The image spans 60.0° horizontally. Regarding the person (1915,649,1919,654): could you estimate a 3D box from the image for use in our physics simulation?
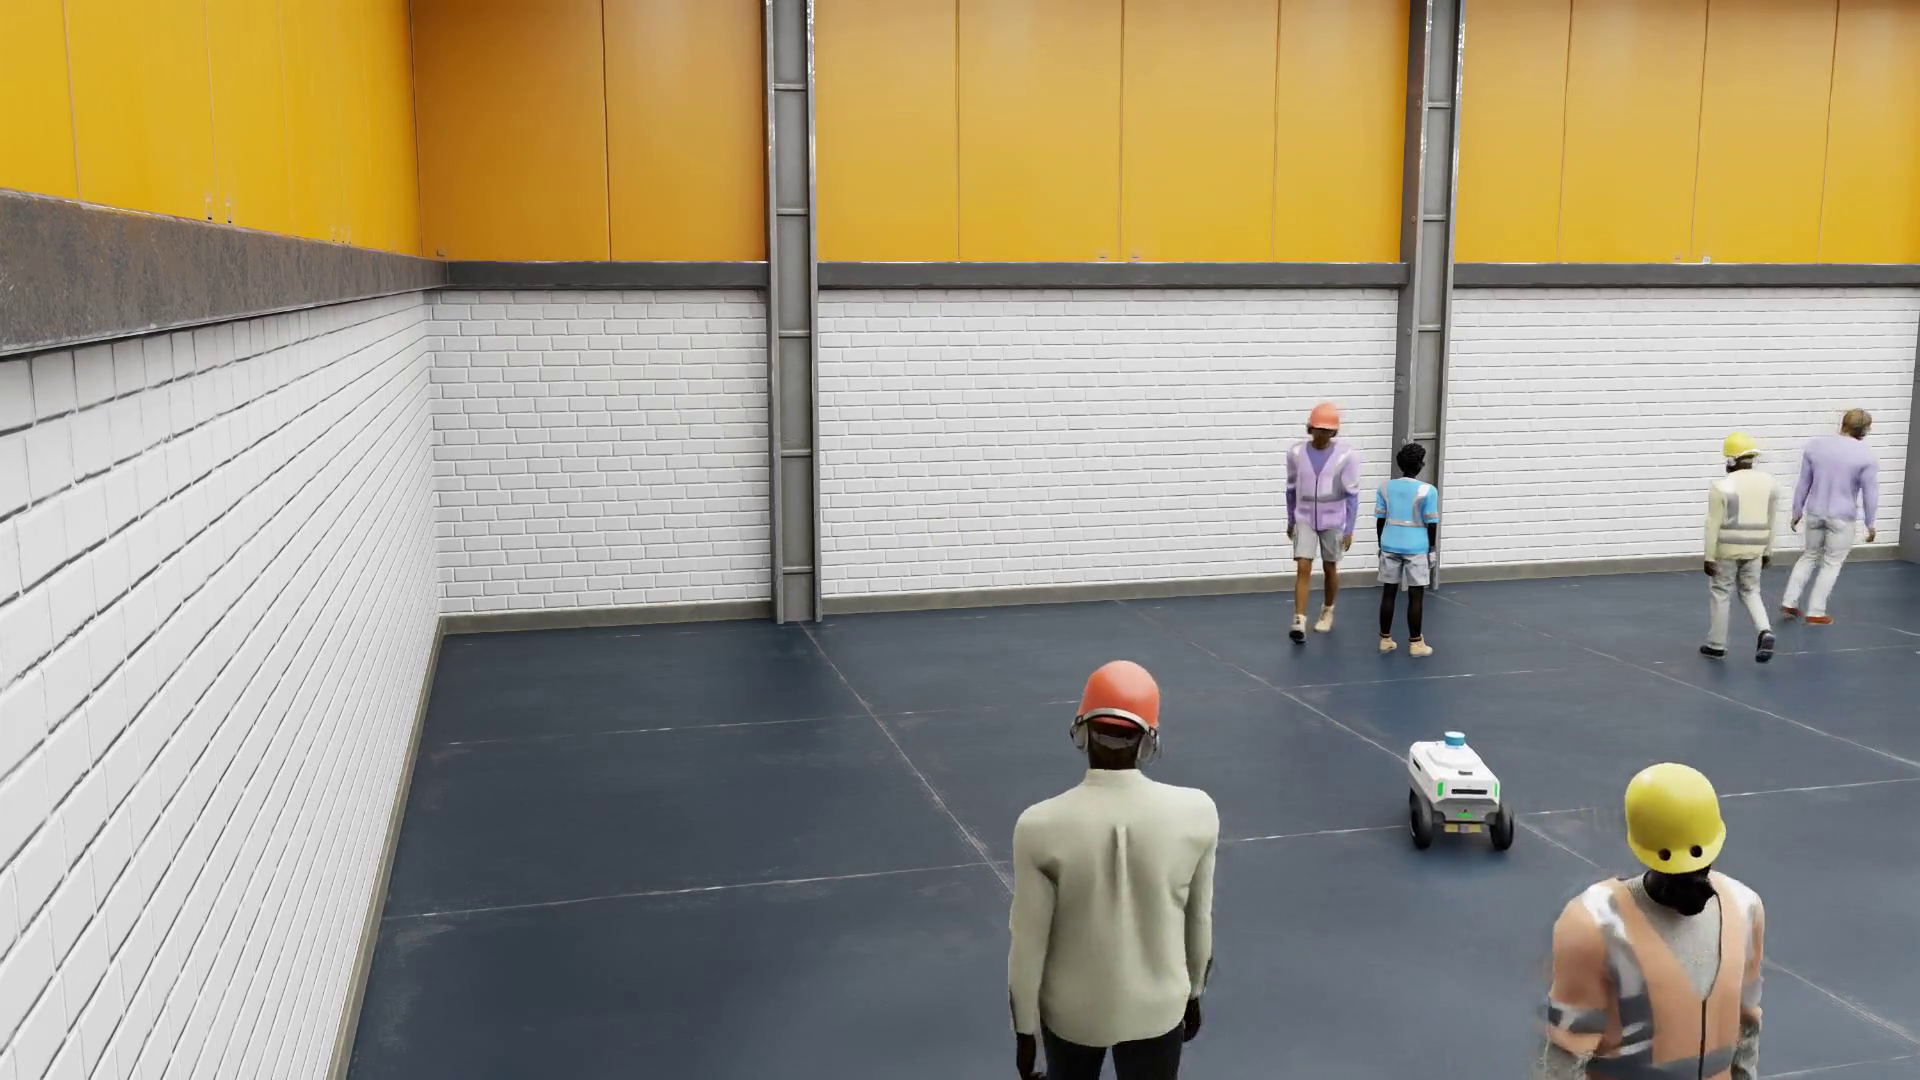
[{"bbox_3d":[8.043,0.110,13.322,0.805,1.602,0.512,-2,9,-14],"label":"person"}]

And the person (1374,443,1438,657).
[{"bbox_3d":[3.540,0.079,13.200,0.537,1.695,0.320,8,12,42],"label":"person"}]

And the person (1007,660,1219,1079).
[{"bbox_3d":[0.436,1.323,4.655,0.608,1.957,0.876,0,9,-1],"label":"person"}]

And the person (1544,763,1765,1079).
[{"bbox_3d":[1.679,1.430,4.167,0.603,1.894,0.672,-4,10,-21],"label":"person"}]

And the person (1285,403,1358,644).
[{"bbox_3d":[2.947,-0.143,13.687,0.617,1.972,1.075,4,10,23],"label":"person"}]

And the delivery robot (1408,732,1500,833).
[{"bbox_3d":[2.657,1.279,8.968,0.477,0.478,0.707,0,9,3],"label":"delivery robot"}]

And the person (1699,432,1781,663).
[{"bbox_3d":[6.029,0.075,12.845,0.606,1.817,0.627,-1,9,-7],"label":"person"}]

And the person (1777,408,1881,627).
[{"bbox_3d":[7.482,-0.186,14.229,0.455,1.897,0.672,-6,11,-34],"label":"person"}]
